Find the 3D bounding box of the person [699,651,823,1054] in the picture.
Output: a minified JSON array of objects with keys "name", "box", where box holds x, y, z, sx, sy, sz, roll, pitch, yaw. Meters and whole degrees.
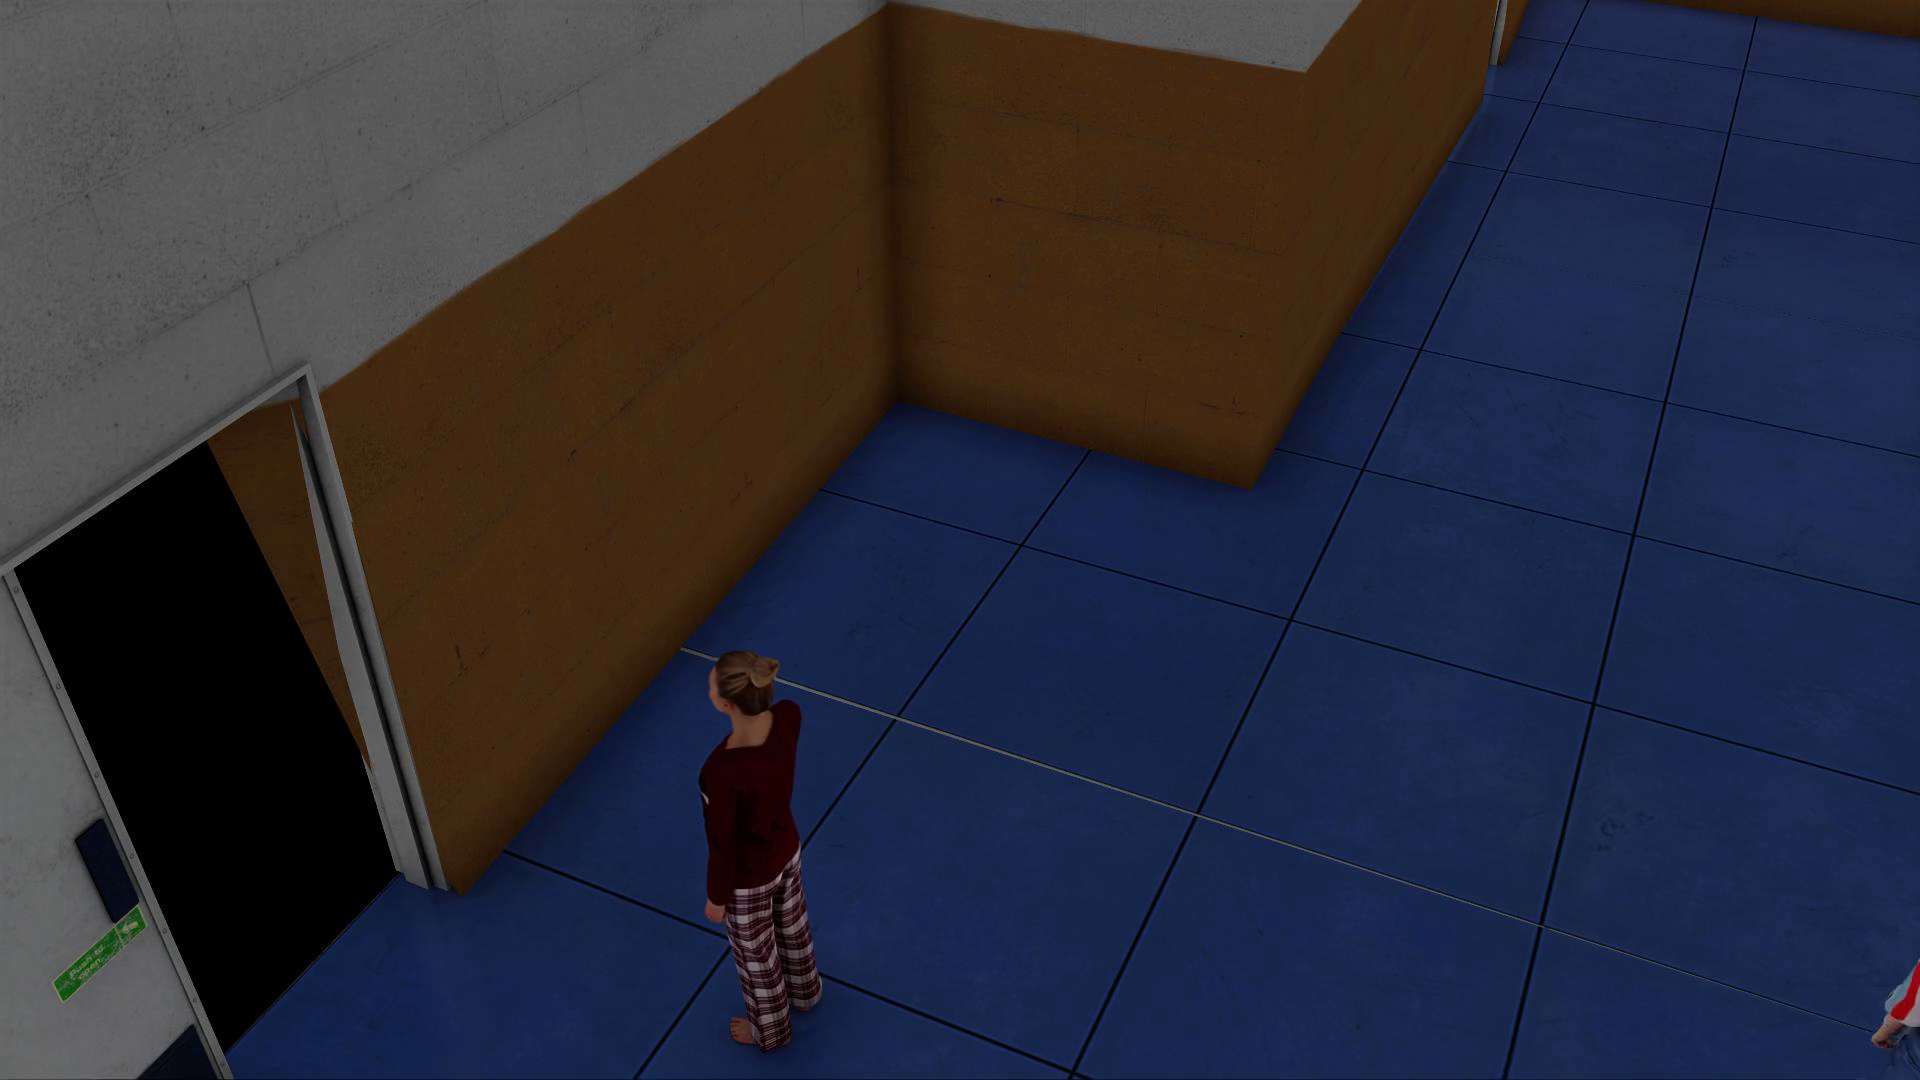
[{"name":"person","box":[-0.648,0.997,5.314,0.485,1.698,0.605,16,40,20]}]
